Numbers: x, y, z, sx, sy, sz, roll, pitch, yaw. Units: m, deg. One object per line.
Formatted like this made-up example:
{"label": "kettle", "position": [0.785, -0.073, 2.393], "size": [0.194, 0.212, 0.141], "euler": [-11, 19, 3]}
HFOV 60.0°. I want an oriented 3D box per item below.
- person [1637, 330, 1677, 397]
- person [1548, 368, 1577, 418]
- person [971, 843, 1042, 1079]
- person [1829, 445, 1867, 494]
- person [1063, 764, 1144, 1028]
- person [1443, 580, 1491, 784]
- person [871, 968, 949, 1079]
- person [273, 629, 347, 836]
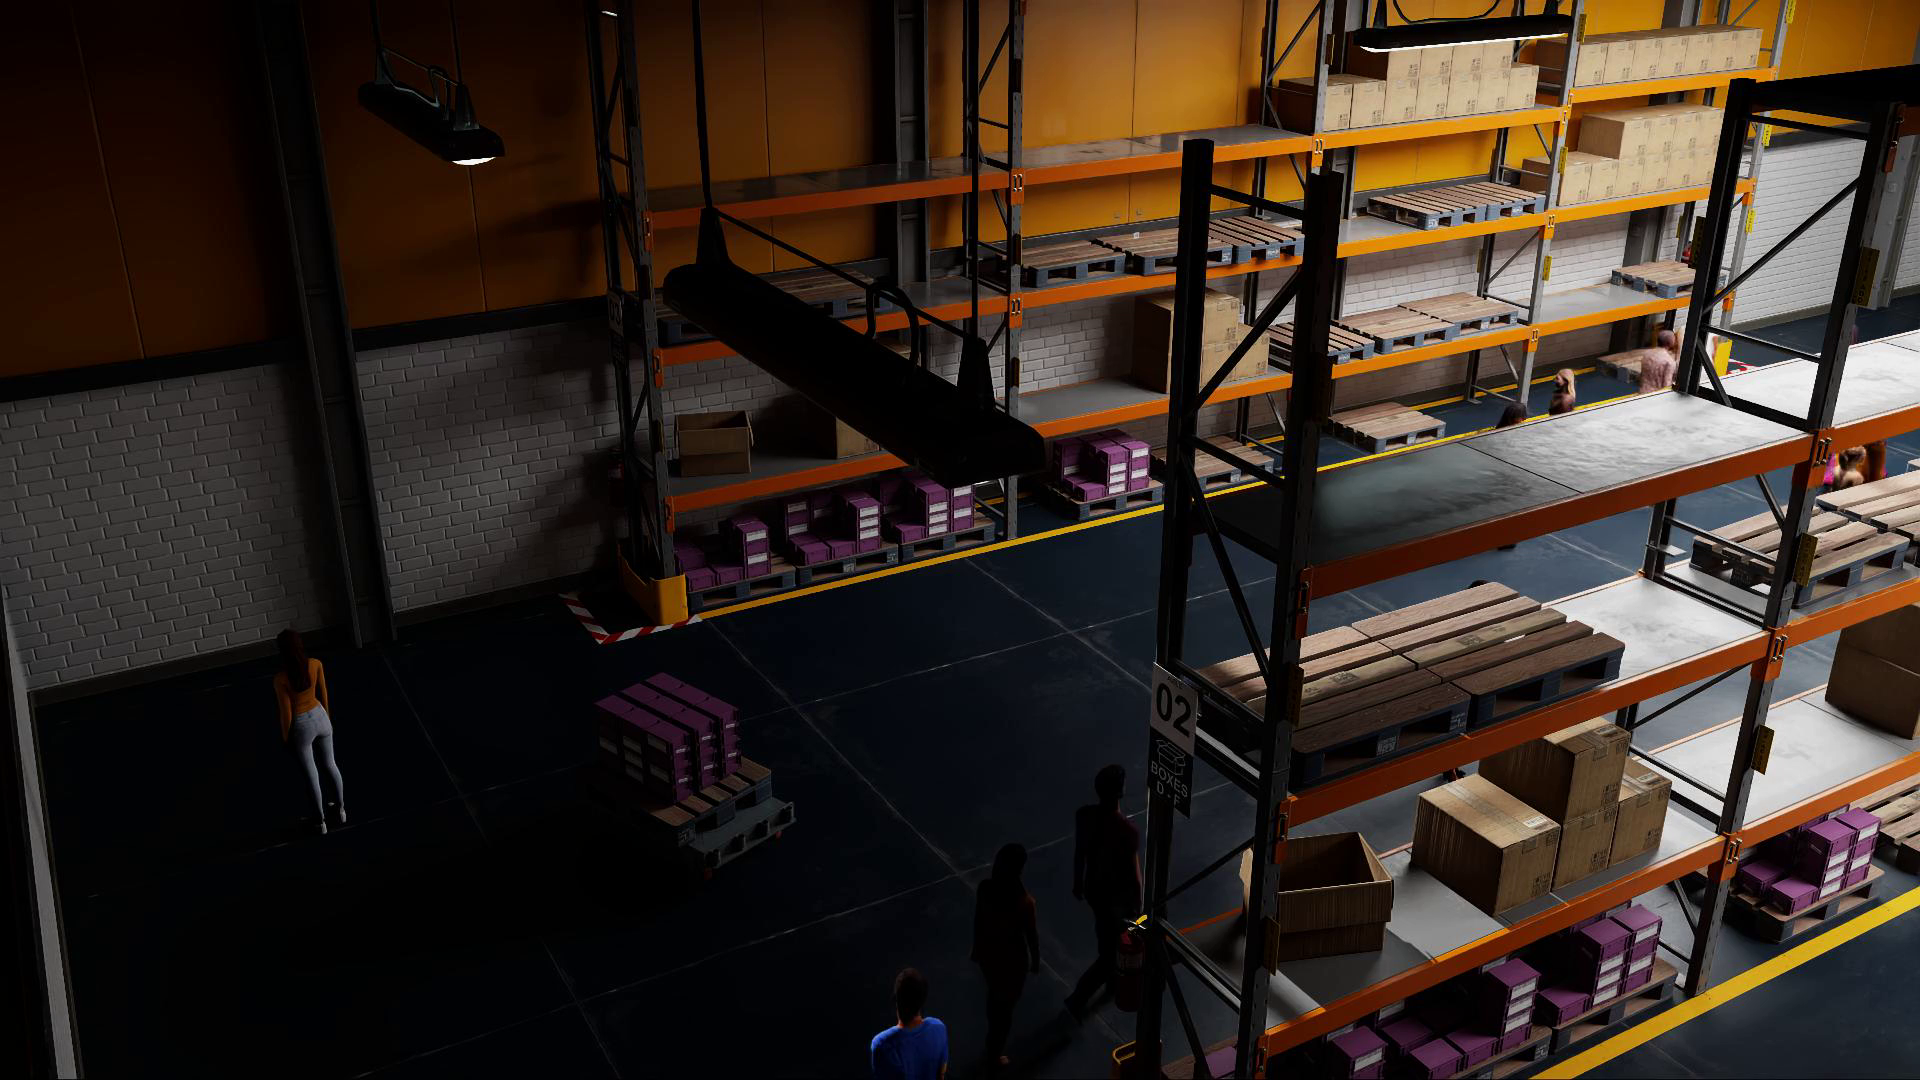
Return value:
{"label": "person", "position": [8.294, -1.643, 20.085], "size": [1.189, 1.774, 0.778], "euler": [-10, 25, -21]}
{"label": "person", "position": [6.891, -1.136, 19.029], "size": [1.006, 1.690, 0.963], "euler": [7, 25, 17]}
{"label": "person", "position": [0.225, 2.667, 10.352], "size": [0.688, 1.673, 0.721], "euler": [15, 27, 30]}
{"label": "person", "position": [8.844, -0.180, 16.842], "size": [0.921, 1.690, 0.767], "euler": [-2, 24, -5]}
{"label": "person", "position": [0.934, 2.340, 10.900], "size": [1.108, 1.832, 0.818], "euler": [-21, 31, -40]}
{"label": "person", "position": [4.158, 1.167, 13.582], "size": [0.726, 1.834, 0.645], "euler": [9, 25, 20]}
{"label": "person", "position": [-0.228, 3.197, 8.929], "size": [0.874, 1.841, 0.703], "euler": [-14, 27, -28]}
{"label": "person", "position": [-5.074, 1.479, 12.964], "size": [0.728, 1.756, 0.615], "euler": [18, 29, 35]}
